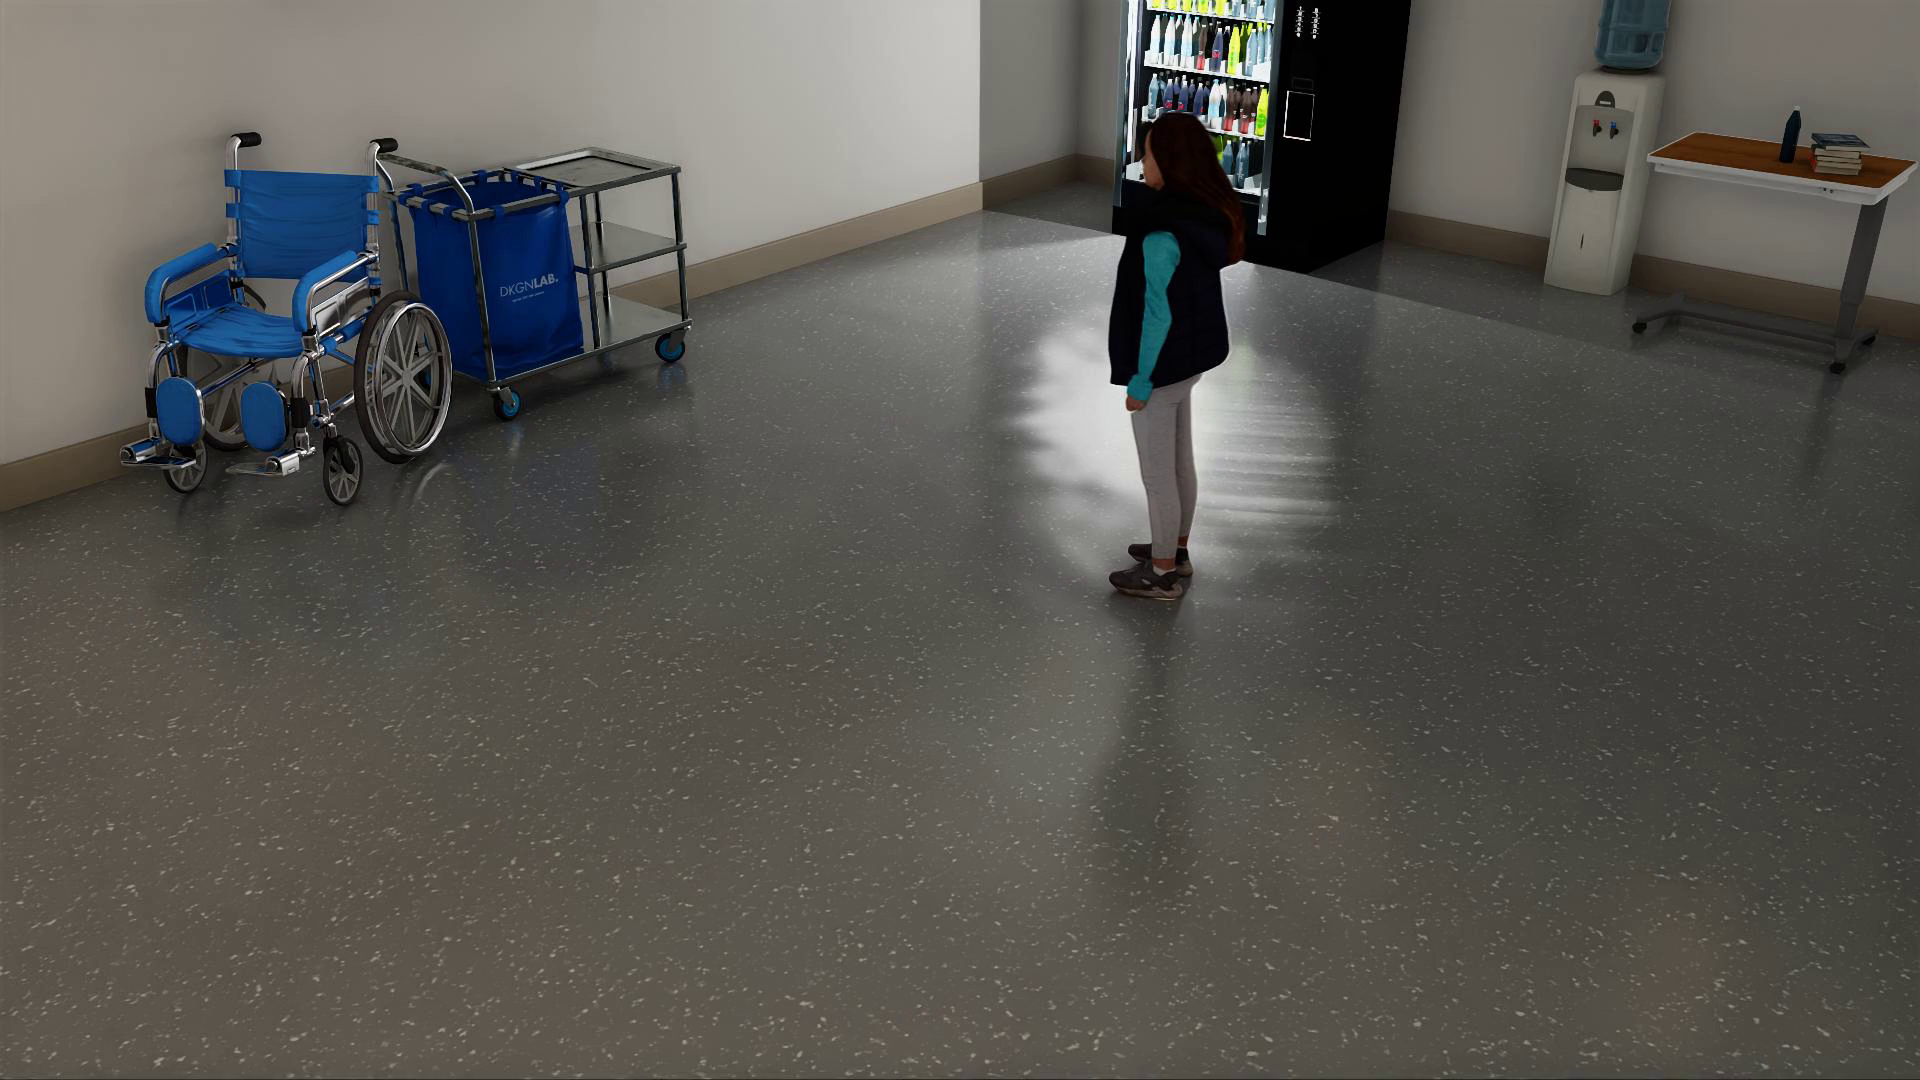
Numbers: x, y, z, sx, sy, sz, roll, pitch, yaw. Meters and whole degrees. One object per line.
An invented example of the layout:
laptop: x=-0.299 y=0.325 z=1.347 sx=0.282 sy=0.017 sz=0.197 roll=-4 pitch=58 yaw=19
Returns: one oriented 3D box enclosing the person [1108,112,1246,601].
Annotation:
person: x=0.633 y=-0.545 z=5.062 sx=0.658 sy=1.499 sz=0.641 roll=11 pitch=28 yaw=22
